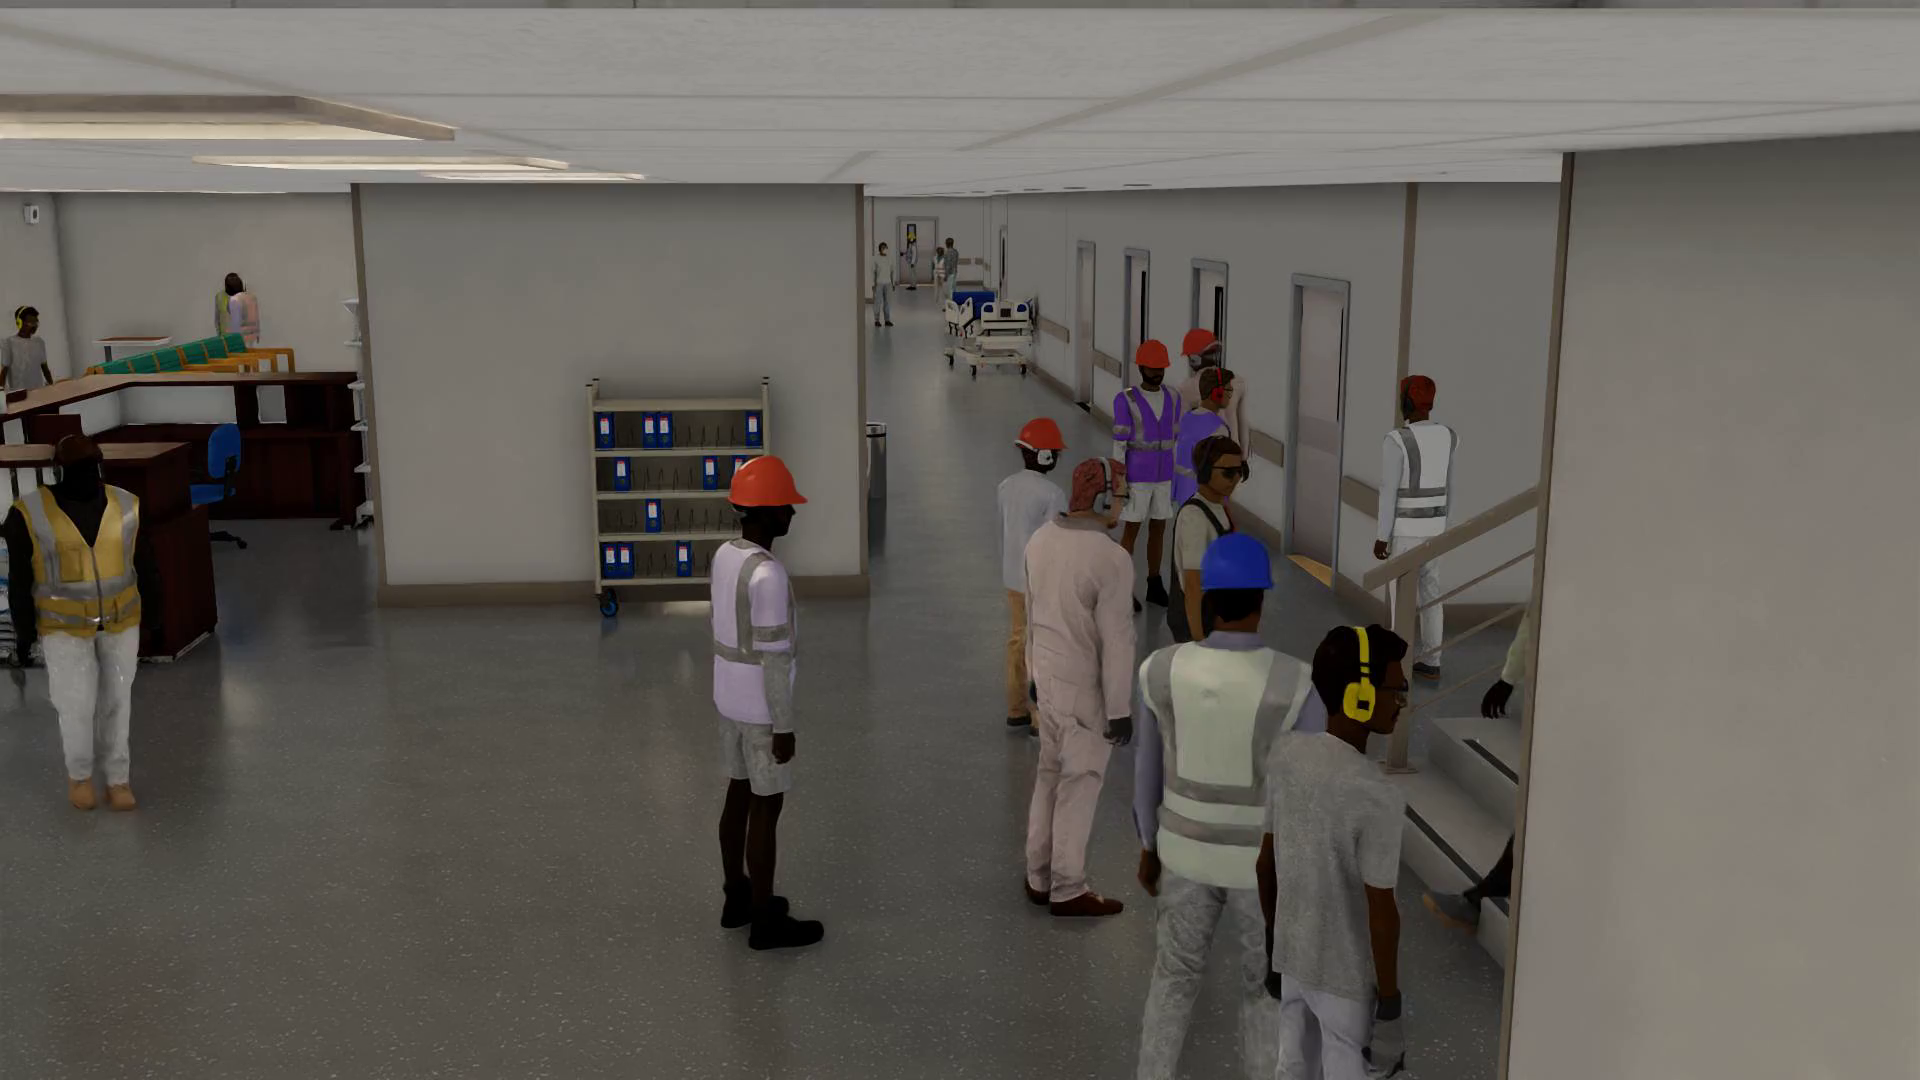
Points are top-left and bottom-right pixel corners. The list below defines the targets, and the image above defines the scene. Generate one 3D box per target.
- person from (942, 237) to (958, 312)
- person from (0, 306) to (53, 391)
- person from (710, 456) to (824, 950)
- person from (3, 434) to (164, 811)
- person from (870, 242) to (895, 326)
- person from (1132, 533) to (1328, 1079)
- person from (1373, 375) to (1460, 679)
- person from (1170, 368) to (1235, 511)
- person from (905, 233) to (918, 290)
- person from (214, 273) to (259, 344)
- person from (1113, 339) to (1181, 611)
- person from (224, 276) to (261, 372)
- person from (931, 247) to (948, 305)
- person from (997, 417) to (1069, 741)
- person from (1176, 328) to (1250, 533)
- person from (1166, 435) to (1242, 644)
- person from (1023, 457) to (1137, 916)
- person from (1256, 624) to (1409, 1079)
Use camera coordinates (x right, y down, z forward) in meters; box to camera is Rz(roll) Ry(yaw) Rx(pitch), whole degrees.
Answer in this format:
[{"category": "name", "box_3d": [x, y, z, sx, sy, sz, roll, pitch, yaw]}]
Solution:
[{"category": "person", "box_3d": [-0.260, -6.947, 43.561, 0.373, 1.940, 0.629, 5, 12, 21]}, {"category": "person", "box_3d": [-9.406, -1.444, 16.939, 0.845, 1.827, 0.540, 4, 12, 20]}, {"category": "person", "box_3d": [-0.772, 0.631, 6.532, 0.379, 1.938, 0.547, -7, 13, -29]}, {"category": "person", "box_3d": [-4.115, 0.408, 7.887, 0.656, 1.829, 0.449, -11, 16, -43]}, {"category": "person", "box_3d": [-1.786, -5.939, 38.633, 0.632, 1.940, 0.368, -6, 13, -29]}, {"category": "person", "box_3d": [0.809, 0.959, 4.989, 0.673, 1.921, 0.569, 7, 14, 31]}, {"category": "person", "box_3d": [2.762, -0.060, 10.077, 0.567, 1.878, 0.357, -7, 14, -31]}, {"category": "person", "box_3d": [1.596, -0.210, 10.905, 0.393, 1.835, 0.559, -3, 12, -15]}, {"category": "person", "box_3d": [-1.574, -9.044, 54.068, 0.403, 1.833, 0.586, -2, 12, -8]}, {"category": "person", "box_3d": [-10.802, -3.068, 24.856, 0.621, 1.840, 0.429, -2, 12, -10]}, {"category": "person", "box_3d": [1.353, -0.460, 11.862, 0.551, 1.936, 0.356, -6, 13, -26]}, {"category": "person", "box_3d": [-10.486, -2.888, 24.029, 0.814, 1.809, 0.666, 1, 12, 3]}, {"category": "person", "box_3d": [-0.535, -7.362, 46.381, 0.519, 1.626, 0.565, 3, 12, 16]}, {"category": "person", "box_3d": [0.429, 0.205, 9.066, 0.343, 1.750, 0.569, -7, 14, -32]}, {"category": "person", "box_3d": [1.854, -0.597, 12.449, 0.638, 1.965, 0.442, -5, 13, -25]}, {"category": "person", "box_3d": [1.142, 0.421, 7.786, 0.336, 1.842, 0.508, 4, 12, 17]}, {"category": "person", "box_3d": [0.496, 0.600, 6.815, 0.420, 1.893, 0.676, -6, 13, -26]}, {"category": "person", "box_3d": [0.964, 1.127, 4.288, 0.325, 1.865, 0.516, -6, 13, -25]}]
